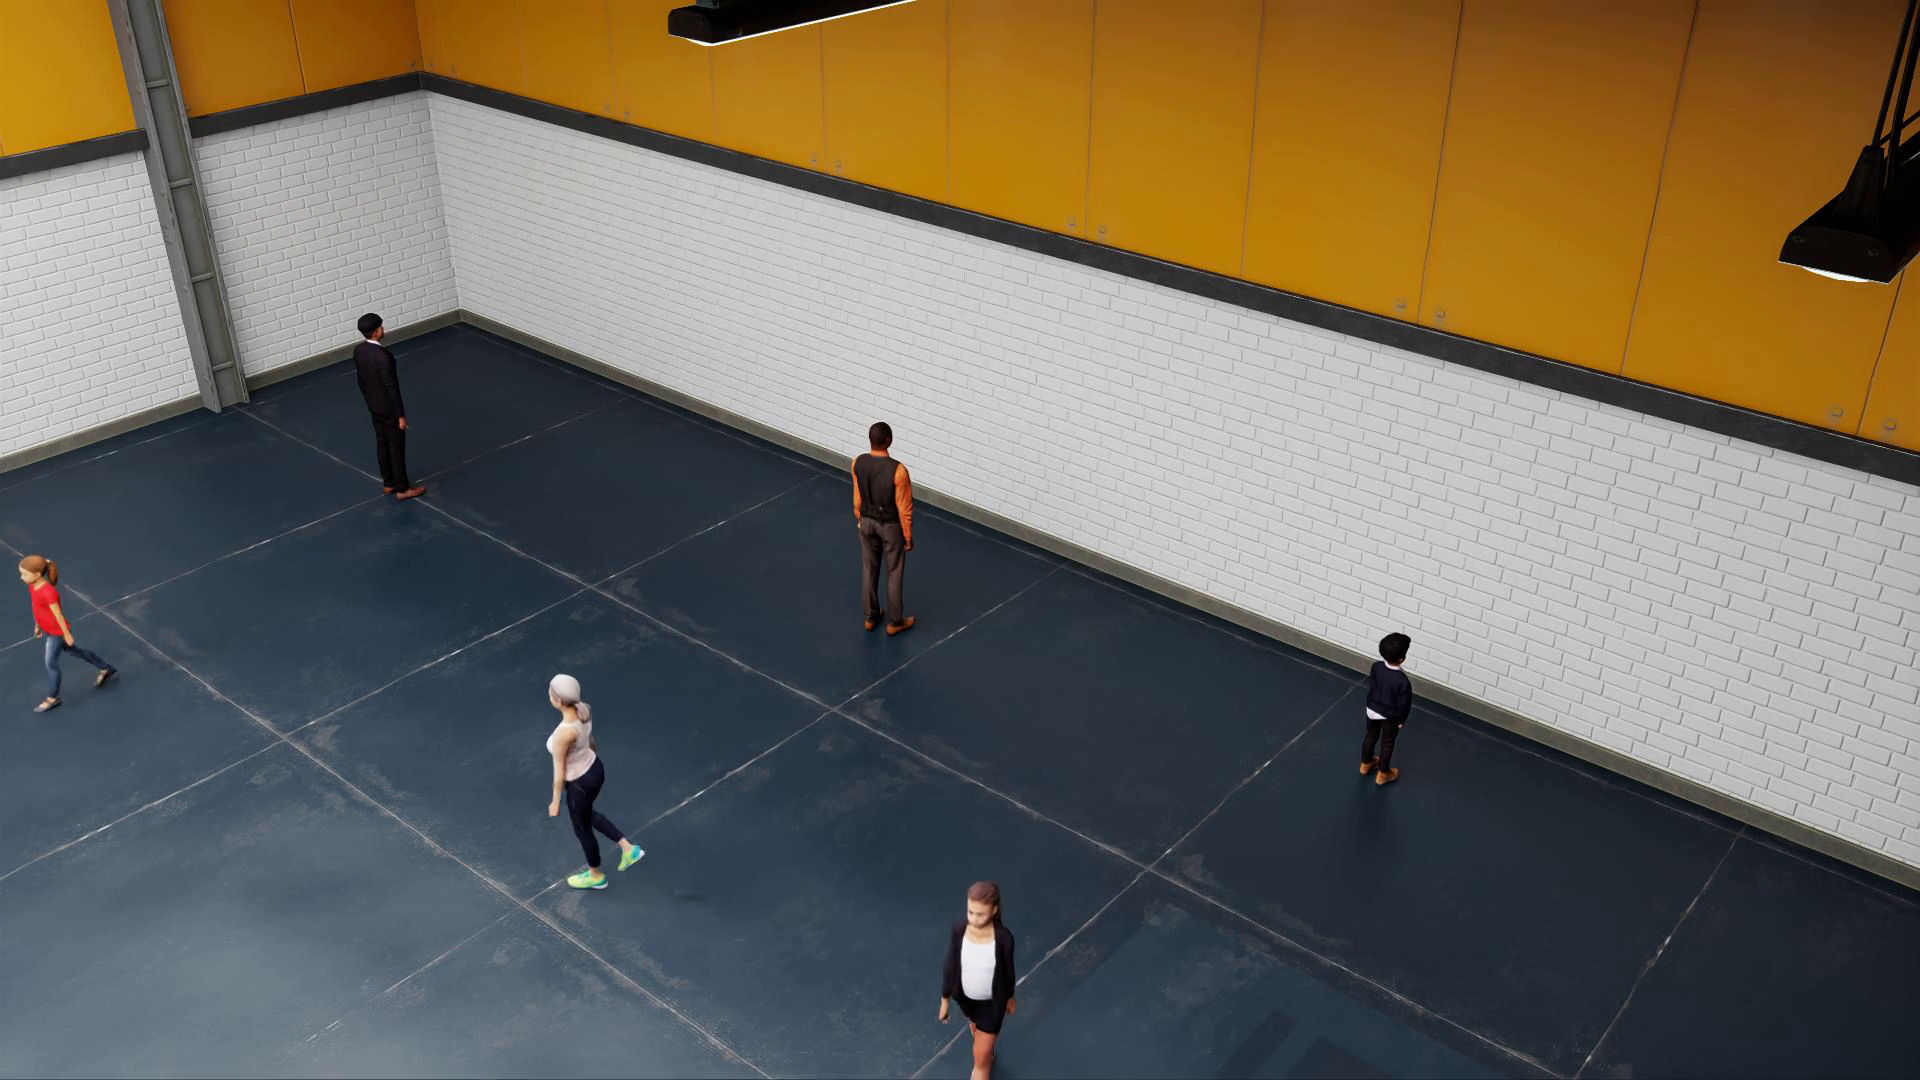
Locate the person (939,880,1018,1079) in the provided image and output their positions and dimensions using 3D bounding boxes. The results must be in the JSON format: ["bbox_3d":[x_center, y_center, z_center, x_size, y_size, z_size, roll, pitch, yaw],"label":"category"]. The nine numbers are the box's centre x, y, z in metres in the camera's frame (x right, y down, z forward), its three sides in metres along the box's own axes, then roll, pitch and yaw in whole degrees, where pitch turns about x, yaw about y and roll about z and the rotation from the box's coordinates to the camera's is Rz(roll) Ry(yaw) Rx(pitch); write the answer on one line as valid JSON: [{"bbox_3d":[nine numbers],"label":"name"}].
[{"bbox_3d":[0.142,2.513,9.404,0.750,1.525,1.038,11,30,19],"label":"person"}]

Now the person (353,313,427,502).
[{"bbox_3d":[-5.540,-1.285,15.992,0.697,1.884,0.544,20,35,33],"label":"person"}]

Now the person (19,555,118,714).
[{"bbox_3d":[-7.005,0.676,13.017,0.899,1.291,0.521,-26,38,-38],"label":"person"}]

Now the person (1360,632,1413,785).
[{"bbox_3d":[3.094,1.212,12.103,0.528,1.223,0.534,-21,35,-33],"label":"person"}]

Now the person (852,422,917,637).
[{"bbox_3d":[-0.643,-0.097,13.788,0.749,1.908,0.698,13,31,22],"label":"person"}]

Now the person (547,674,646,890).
[{"bbox_3d":[-2.381,1.623,10.861,0.853,1.691,0.823,5,29,9],"label":"person"}]
